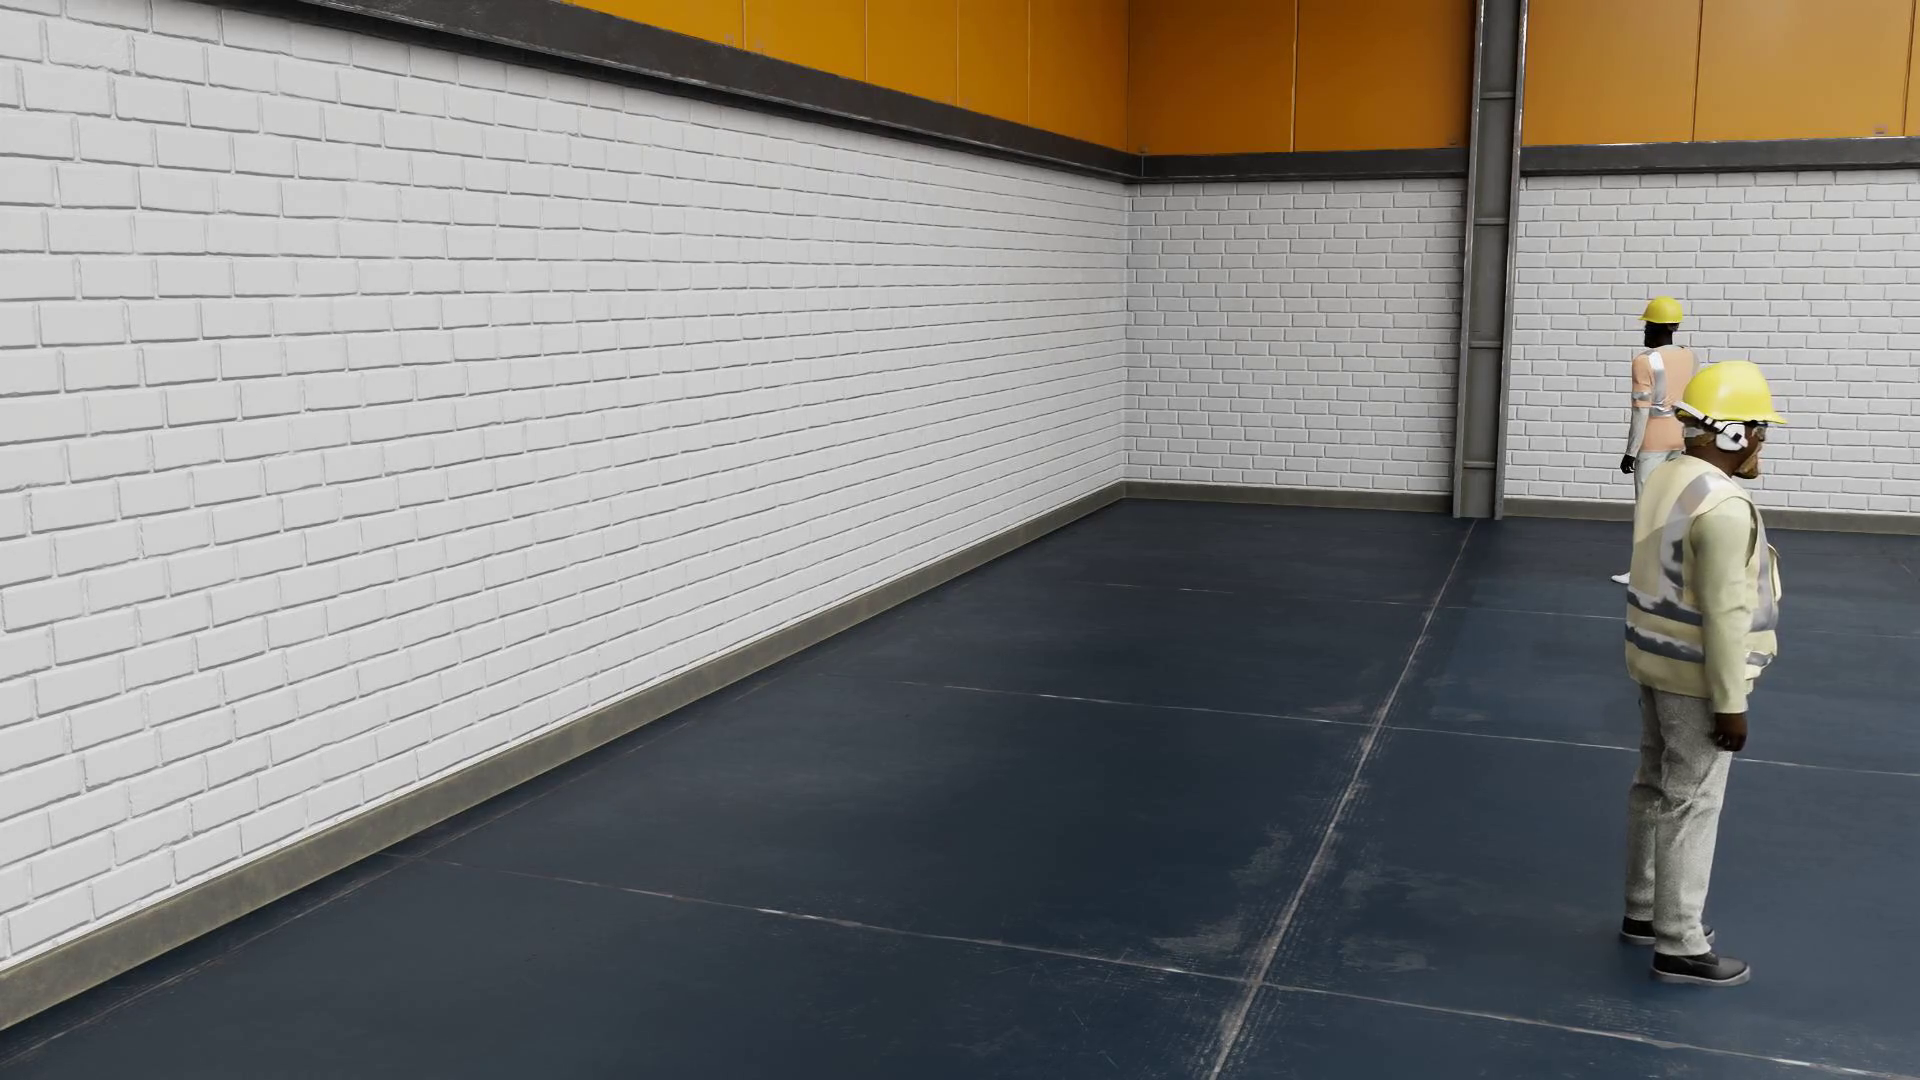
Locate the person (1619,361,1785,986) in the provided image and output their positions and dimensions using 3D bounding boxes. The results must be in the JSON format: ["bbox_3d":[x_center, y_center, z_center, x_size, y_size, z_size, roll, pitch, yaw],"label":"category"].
[{"bbox_3d":[2.182,0.387,4.918,0.403,1.825,0.596,1,9,5],"label":"person"}]

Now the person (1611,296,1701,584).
[{"bbox_3d":[4.643,-0.650,11.089,0.587,1.930,0.359,-5,11,-31],"label":"person"}]
